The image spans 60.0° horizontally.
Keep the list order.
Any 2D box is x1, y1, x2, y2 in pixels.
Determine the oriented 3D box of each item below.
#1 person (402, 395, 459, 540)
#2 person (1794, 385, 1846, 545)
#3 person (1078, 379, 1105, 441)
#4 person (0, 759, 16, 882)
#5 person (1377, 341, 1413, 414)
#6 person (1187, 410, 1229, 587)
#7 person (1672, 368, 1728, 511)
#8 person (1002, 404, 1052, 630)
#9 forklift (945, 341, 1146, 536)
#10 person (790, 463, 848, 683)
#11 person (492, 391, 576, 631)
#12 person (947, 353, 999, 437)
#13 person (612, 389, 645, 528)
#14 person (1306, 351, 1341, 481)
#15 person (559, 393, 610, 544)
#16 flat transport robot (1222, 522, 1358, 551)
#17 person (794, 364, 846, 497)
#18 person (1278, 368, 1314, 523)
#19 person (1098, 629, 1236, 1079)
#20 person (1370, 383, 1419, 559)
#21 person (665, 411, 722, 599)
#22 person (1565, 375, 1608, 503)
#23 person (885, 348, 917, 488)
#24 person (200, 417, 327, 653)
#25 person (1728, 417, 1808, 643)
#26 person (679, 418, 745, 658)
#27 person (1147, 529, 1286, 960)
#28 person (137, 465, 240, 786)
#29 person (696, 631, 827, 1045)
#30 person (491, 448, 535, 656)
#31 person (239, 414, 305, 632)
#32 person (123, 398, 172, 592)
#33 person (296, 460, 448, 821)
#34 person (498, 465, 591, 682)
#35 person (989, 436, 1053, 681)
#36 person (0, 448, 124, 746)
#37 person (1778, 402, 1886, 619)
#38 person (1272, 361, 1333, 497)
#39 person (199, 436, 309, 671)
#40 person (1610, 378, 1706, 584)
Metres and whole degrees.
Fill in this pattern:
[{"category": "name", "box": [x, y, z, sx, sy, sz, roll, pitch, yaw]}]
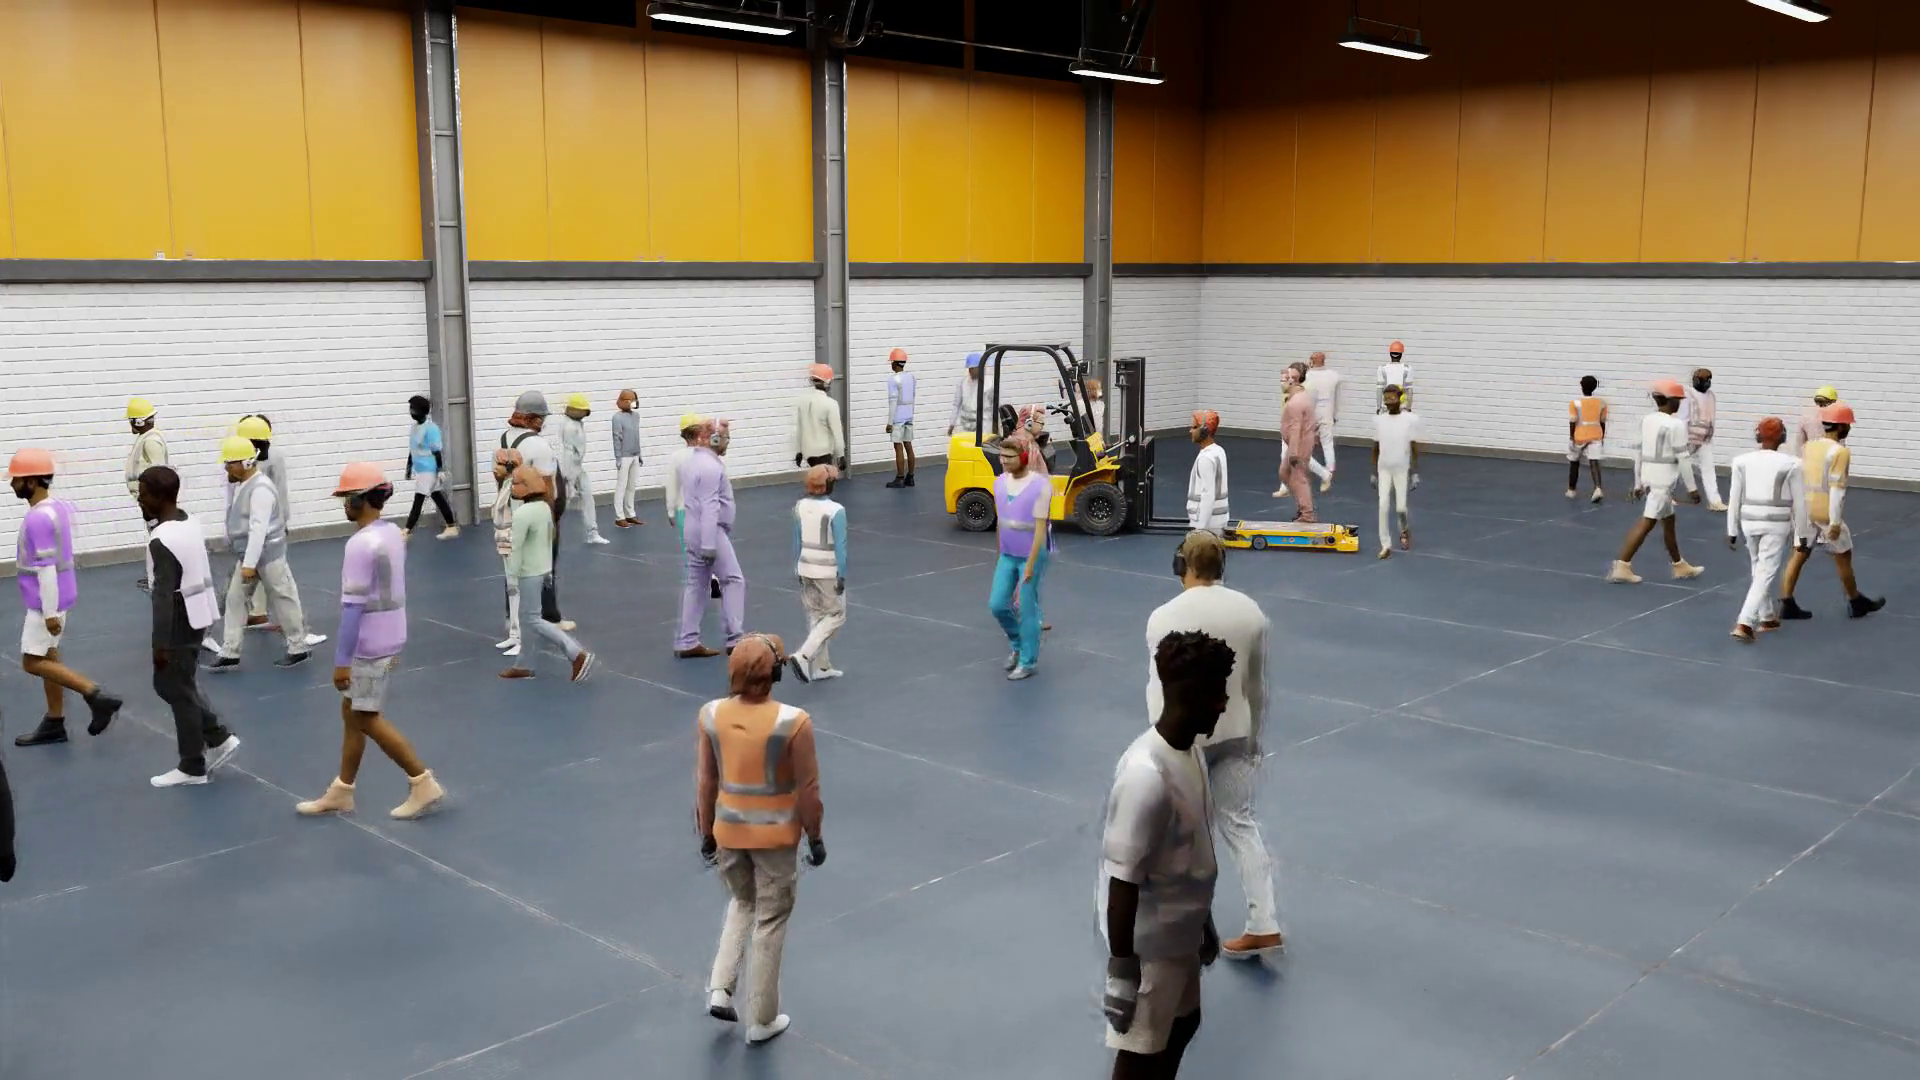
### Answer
[{"category": "person", "box": [-5.956, -0.772, 18.349, 0.908, 1.636, 0.553, -8, 12, -40]}, {"category": "person", "box": [9.490, -0.828, 18.346, 0.320, 1.767, 0.532, -6, 11, -34]}, {"category": "person", "box": [1.669, -1.308, 21.728, 0.497, 1.615, 0.628, -8, 12, -41]}, {"category": "person", "box": [-3.829, 1.169, 6.014, 0.632, 1.799, 0.905, -1, 9, -5]}, {"category": "person", "box": [6.634, -2.065, 25.402, 0.543, 1.939, 0.359, 3, 10, 16]}, {"category": "person", "box": [2.030, -0.129, 13.698, 0.358, 1.882, 0.574, 3, 10, 17]}, {"category": "person", "box": [9.313, -1.283, 21.080, 0.645, 1.793, 0.982, -4, 10, -25]}, {"category": "person", "box": [0.571, -0.198, 14.074, 0.401, 1.902, 0.641, -2, 9, -10]}, {"category": "forklift", "box": [0.977, -1.223, 19.452, 2.313, 2.155, 1.214, 2, 9, 11]}, {"category": "person", "box": [-1.053, 0.260, 12.100, 0.521, 1.628, 0.529, 8, 12, 42]}, {"category": "person", "box": [-3.553, -0.243, 13.915, 0.691, 2.000, 0.536, 8, 12, 41]}, {"category": "person", "box": [0.144, -1.508, 22.044, 0.612, 1.911, 0.846, 6, 11, 33]}, {"category": "person", "box": [-3.909, -0.969, 19.607, 0.266, 1.631, 0.507, 4, 10, 22]}, {"category": "person", "box": [5.166, -1.780, 23.886, 0.643, 1.868, 0.950, -1, 9, -4]}, {"category": "person", "box": [-4.331, -0.786, 18.301, 0.826, 1.697, 0.530, 1, 9, 7]}, {"category": "flat transport robot", "box": [3.610, -0.050, 18.145, 1.431, 0.197, 0.652, 2, 9, 13]}, {"category": "person", "box": [-1.497, -0.995, 18.713, 0.659, 1.972, 0.706, 9, 13, 44]}, {"category": "person", "box": [3.997, -1.092, 19.645, 0.514, 1.871, 0.657, 3, 10, 17]}, {"category": "person", "box": [0.606, 1.247, 5.183, 0.385, 1.930, 0.827, 3, 10, 19]}, {"category": "person", "box": [4.580, -0.729, 17.484, 0.531, 1.848, 0.523, 5, 10, 27]}, {"category": "person", "box": [-2.380, -0.285, 15.025, 0.547, 1.752, 0.436, -4, 10, -25]}, {"category": "person", "box": [8.196, -1.319, 21.699, 0.531, 1.665, 0.867, 0, 9, 0]}, {"category": "person", "box": [-0.838, -1.686, 23.072, 0.365, 1.939, 0.542, 7, 11, 36]}, {"category": "person", "box": [-5.644, -0.035, 13.155, 1.005, 1.882, 0.598, -7, 12, -37]}, {"category": "person", "box": [6.584, -0.090, 13.641, 0.966, 1.844, 0.585, -7, 12, -37]}, {"category": "person", "box": [-1.865, -0.010, 12.991, 0.794, 1.870, 0.655, -4, 10, -23]}, {"category": "person", "box": [1.114, 0.901, 7.460, 0.683, 1.876, 1.051, -4, 10, -25]}, {"category": "person", "box": [-4.569, 0.509, 9.710, 0.444, 1.906, 0.625, -2, 9, -11]}, {"category": "person", "box": [-0.776, 1.165, 6.525, 0.512, 1.630, 0.362, 4, 10, 25]}, {"category": "person", "box": [-3.517, 0.088, 13.111, 0.308, 1.640, 0.510, -4, 10, -23]}, {"category": "person", "box": [-5.841, -0.126, 13.804, 0.713, 1.837, 0.499, -3, 10, -19]}, {"category": "person", "box": [-7.644, -0.427, 15.699, 0.404, 1.827, 0.590, -5, 11, -29]}, {"category": "person", "box": [-3.268, 0.566, 9.139, 0.778, 2.004, 0.661, -1, 9, -5]}, {"category": "person", "box": [-3.063, 0.257, 12.166, 0.717, 1.615, 0.501, 1, 9, 9]}, {"category": "person", "box": [0.441, 0.138, 12.257, 0.561, 1.823, 0.474, 9, 13, 43]}, {"category": "person", "box": [-5.725, 0.367, 10.544, 0.569, 1.921, 0.550, -3, 10, -16]}, {"category": "person", "box": [7.550, -0.241, 14.353, 0.957, 1.888, 0.569, -2, 9, -9]}, {"category": "person", "box": [4.559, -1.467, 22.112, 0.740, 1.819, 0.633, -3, 10, -20]}, {"category": "person", "box": [-5.338, 0.117, 12.451, 0.855, 1.783, 0.628, -8, 12, -40]}, {"category": "person", "box": [6.763, -0.556, 16.019, 1.048, 1.994, 0.625, -1, 9, -7]}]
